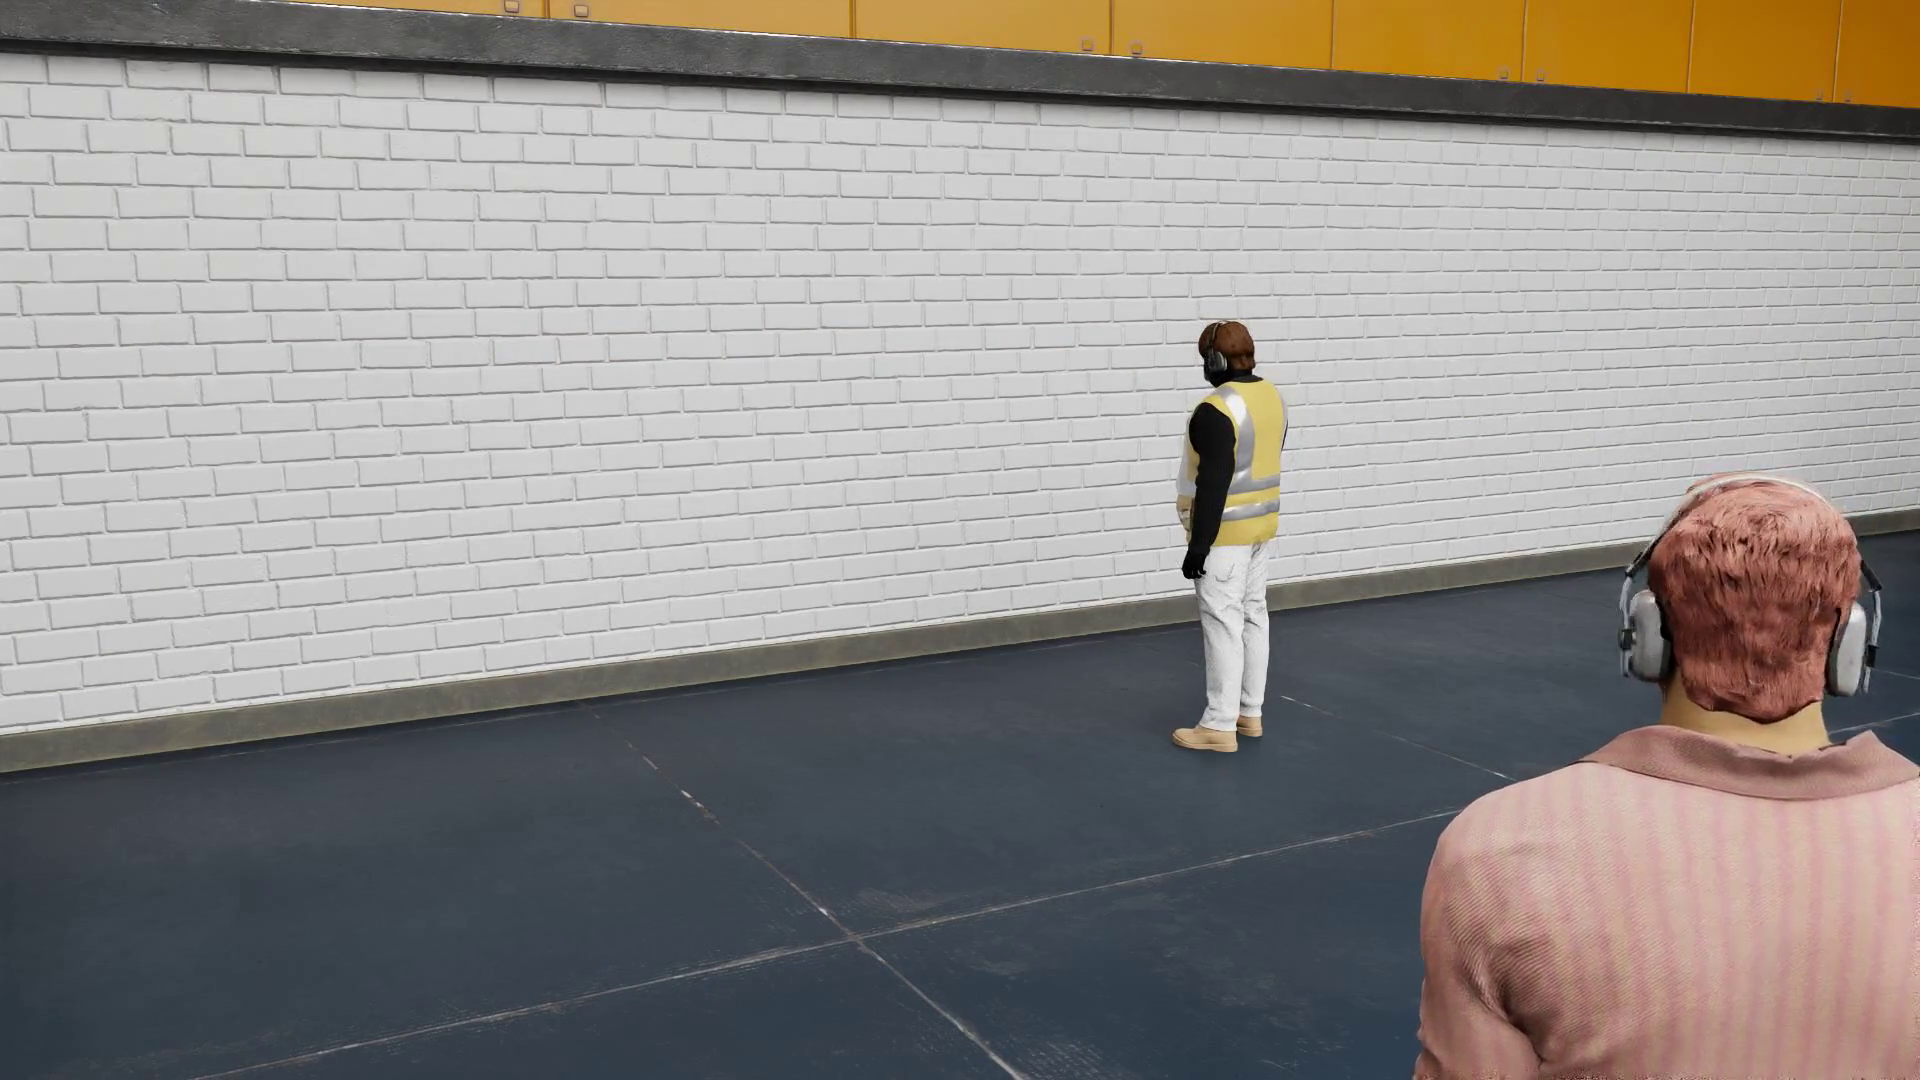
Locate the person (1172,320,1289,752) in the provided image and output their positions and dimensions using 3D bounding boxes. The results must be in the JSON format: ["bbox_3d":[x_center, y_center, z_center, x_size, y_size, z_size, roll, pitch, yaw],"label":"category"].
[{"bbox_3d":[1.138,-0.015,7.127,0.429,1.837,0.621,7,12,36],"label":"person"}]

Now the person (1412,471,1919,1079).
[{"bbox_3d":[0.783,0.875,1.804,0.677,1.904,0.403,1,10,7],"label":"person"}]
